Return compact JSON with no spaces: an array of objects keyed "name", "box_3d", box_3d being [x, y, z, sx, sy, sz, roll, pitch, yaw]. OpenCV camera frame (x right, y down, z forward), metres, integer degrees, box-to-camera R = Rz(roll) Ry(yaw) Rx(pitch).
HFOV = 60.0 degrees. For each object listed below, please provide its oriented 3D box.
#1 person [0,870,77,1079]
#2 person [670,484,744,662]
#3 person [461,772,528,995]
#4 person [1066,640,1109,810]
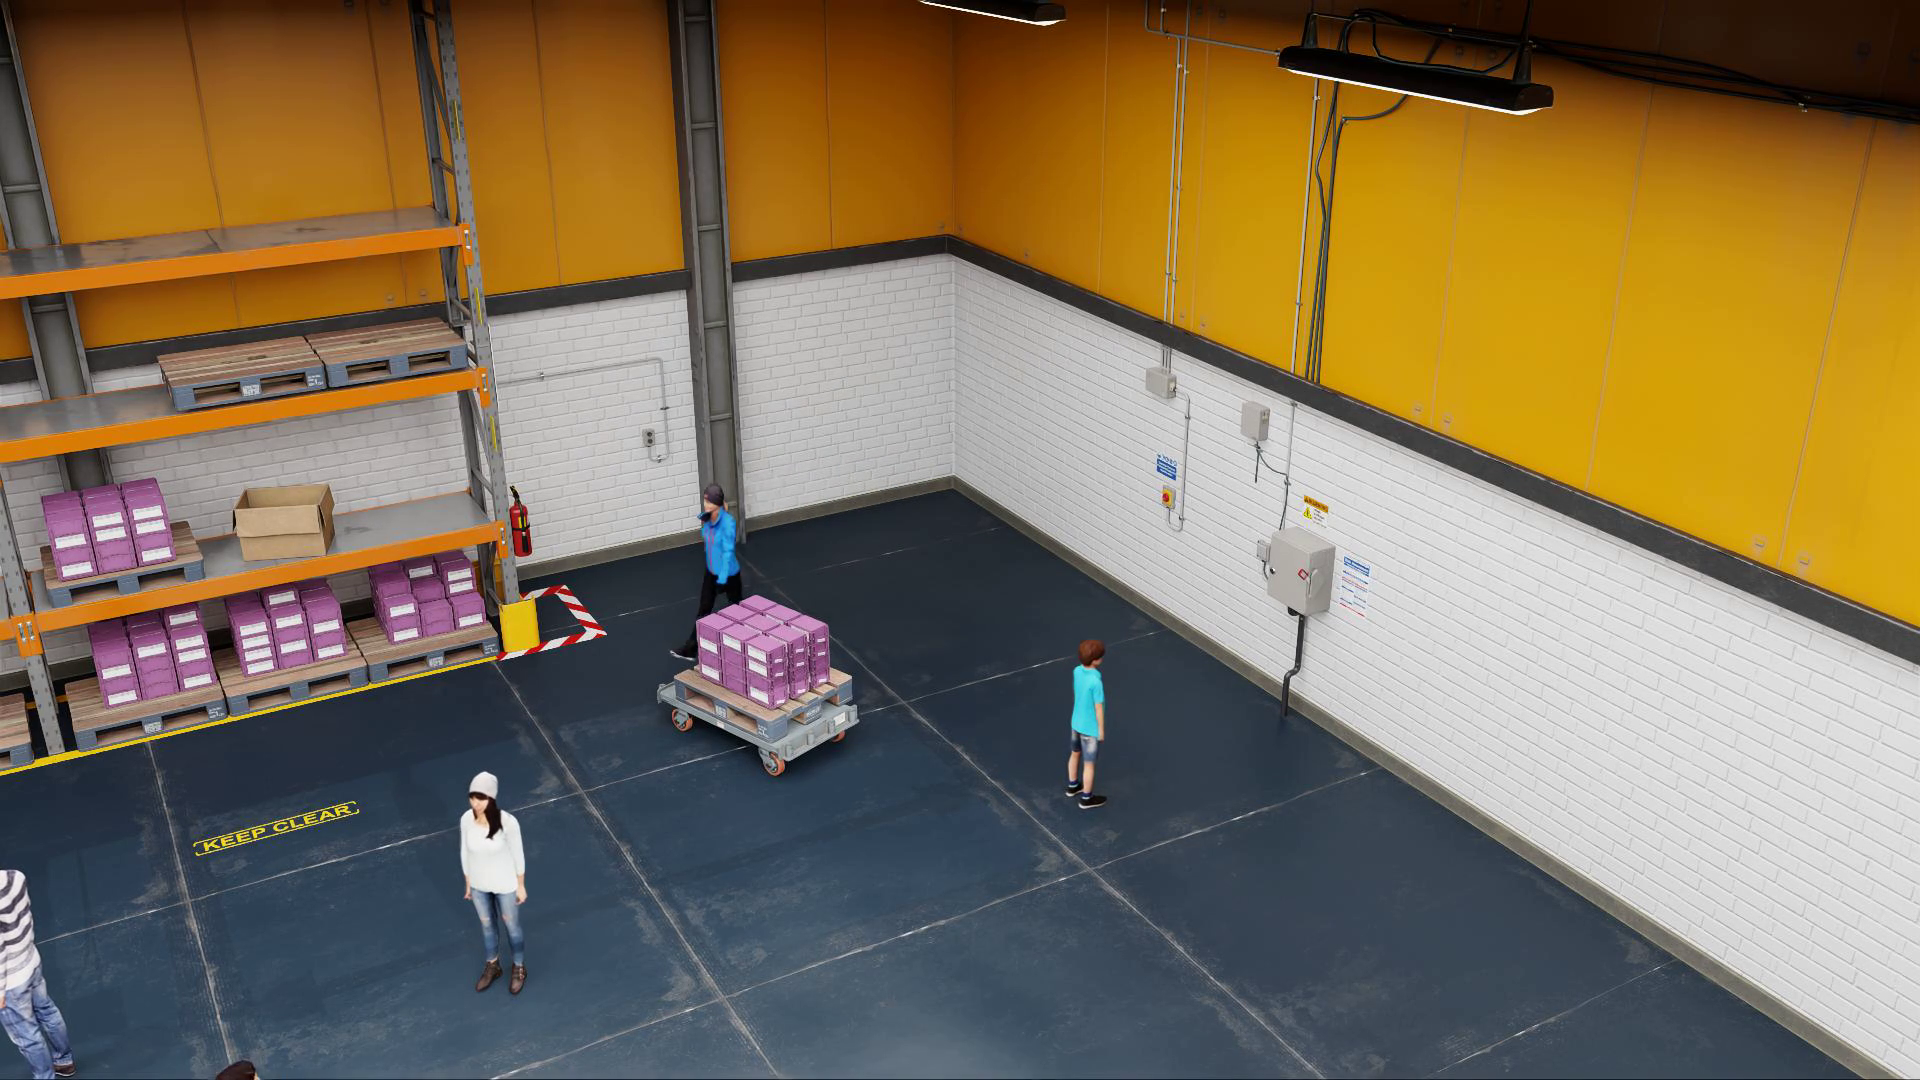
[{"name":"person","box_3d":[-5.747,2.609,10.111,0.688,1.851,0.724,-2,24,-4]},{"name":"person","box_3d":[-2.130,0.290,15.519,1.169,1.768,0.799,-19,30,-37]},{"name":"person","box_3d":[-3.111,2.280,11.122,0.624,1.644,0.704,4,24,8]},{"name":"person","box_3d":[1.010,1.443,13.280,0.466,1.448,0.512,-14,27,-28]}]
